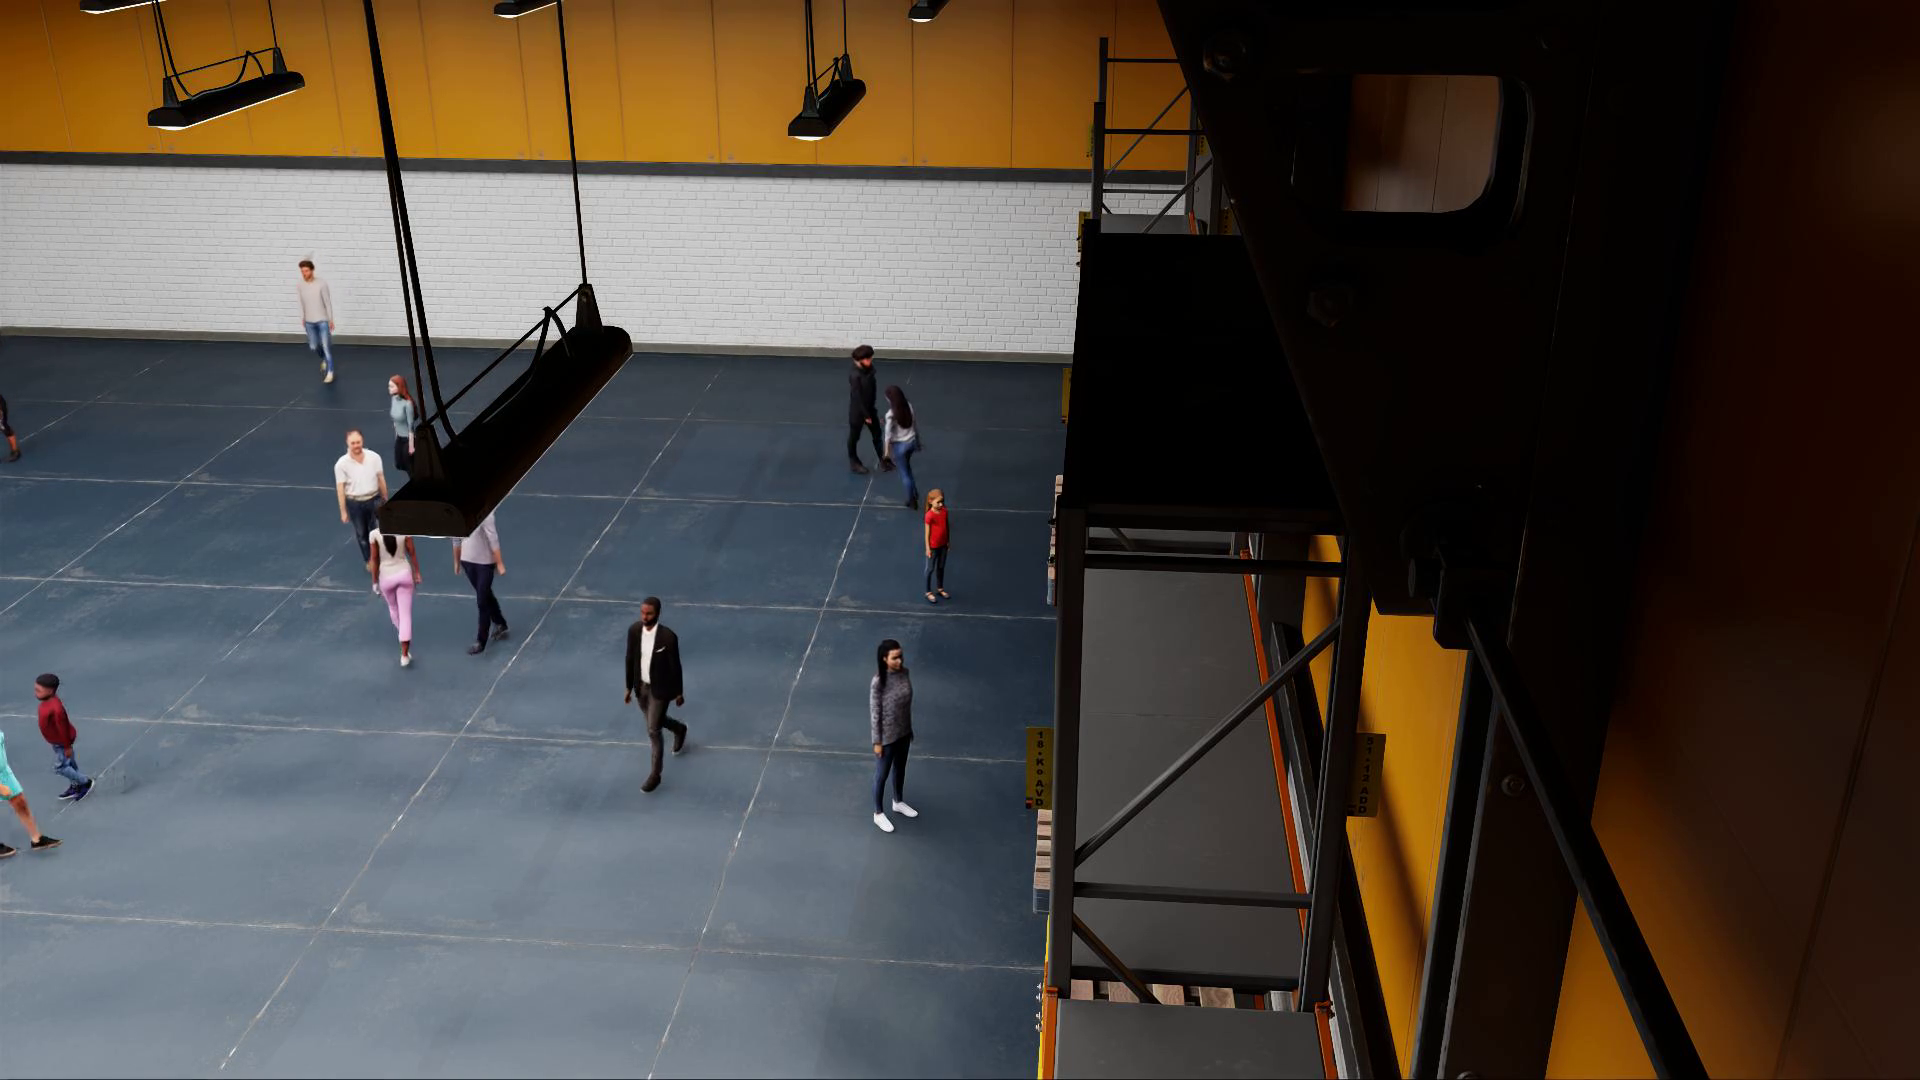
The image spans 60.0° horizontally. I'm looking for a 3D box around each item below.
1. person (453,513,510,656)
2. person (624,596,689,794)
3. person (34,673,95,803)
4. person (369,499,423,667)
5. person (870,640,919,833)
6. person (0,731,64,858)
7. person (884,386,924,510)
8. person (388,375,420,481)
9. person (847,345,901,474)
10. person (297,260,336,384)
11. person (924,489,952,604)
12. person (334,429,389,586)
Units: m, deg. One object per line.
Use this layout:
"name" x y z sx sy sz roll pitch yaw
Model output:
"person" -4.922 0.211 17.259 0.910 1.813 1.109 10 26 22
"person" -2.680 1.301 14.822 0.932 1.768 1.225 11 26 23
"person" -7.790 1.709 14.540 0.677 1.245 0.613 -16 28 -32
"person" -5.697 0.462 16.827 0.944 1.698 1.180 -8 25 -18
"person" -0.582 1.621 14.135 0.747 1.733 0.654 19 30 37
"person" -8.014 1.957 13.618 0.647 1.530 0.805 0 24 1
"person" -0.638 -1.118 20.567 0.756 1.599 0.845 -20 31 -38
"person" -6.803 -1.234 20.661 0.916 1.736 0.846 -21 31 -39
"person" -1.342 -1.706 21.721 0.959 1.750 1.001 15 28 30
"person" -9.752 -3.365 25.354 0.734 1.881 0.860 0 24 -1
"person" -0.262 0.040 18.282 0.549 1.307 0.611 -20 30 -37
"person" -6.705 -0.413 18.695 1.062 1.806 1.329 -10 25 -21
